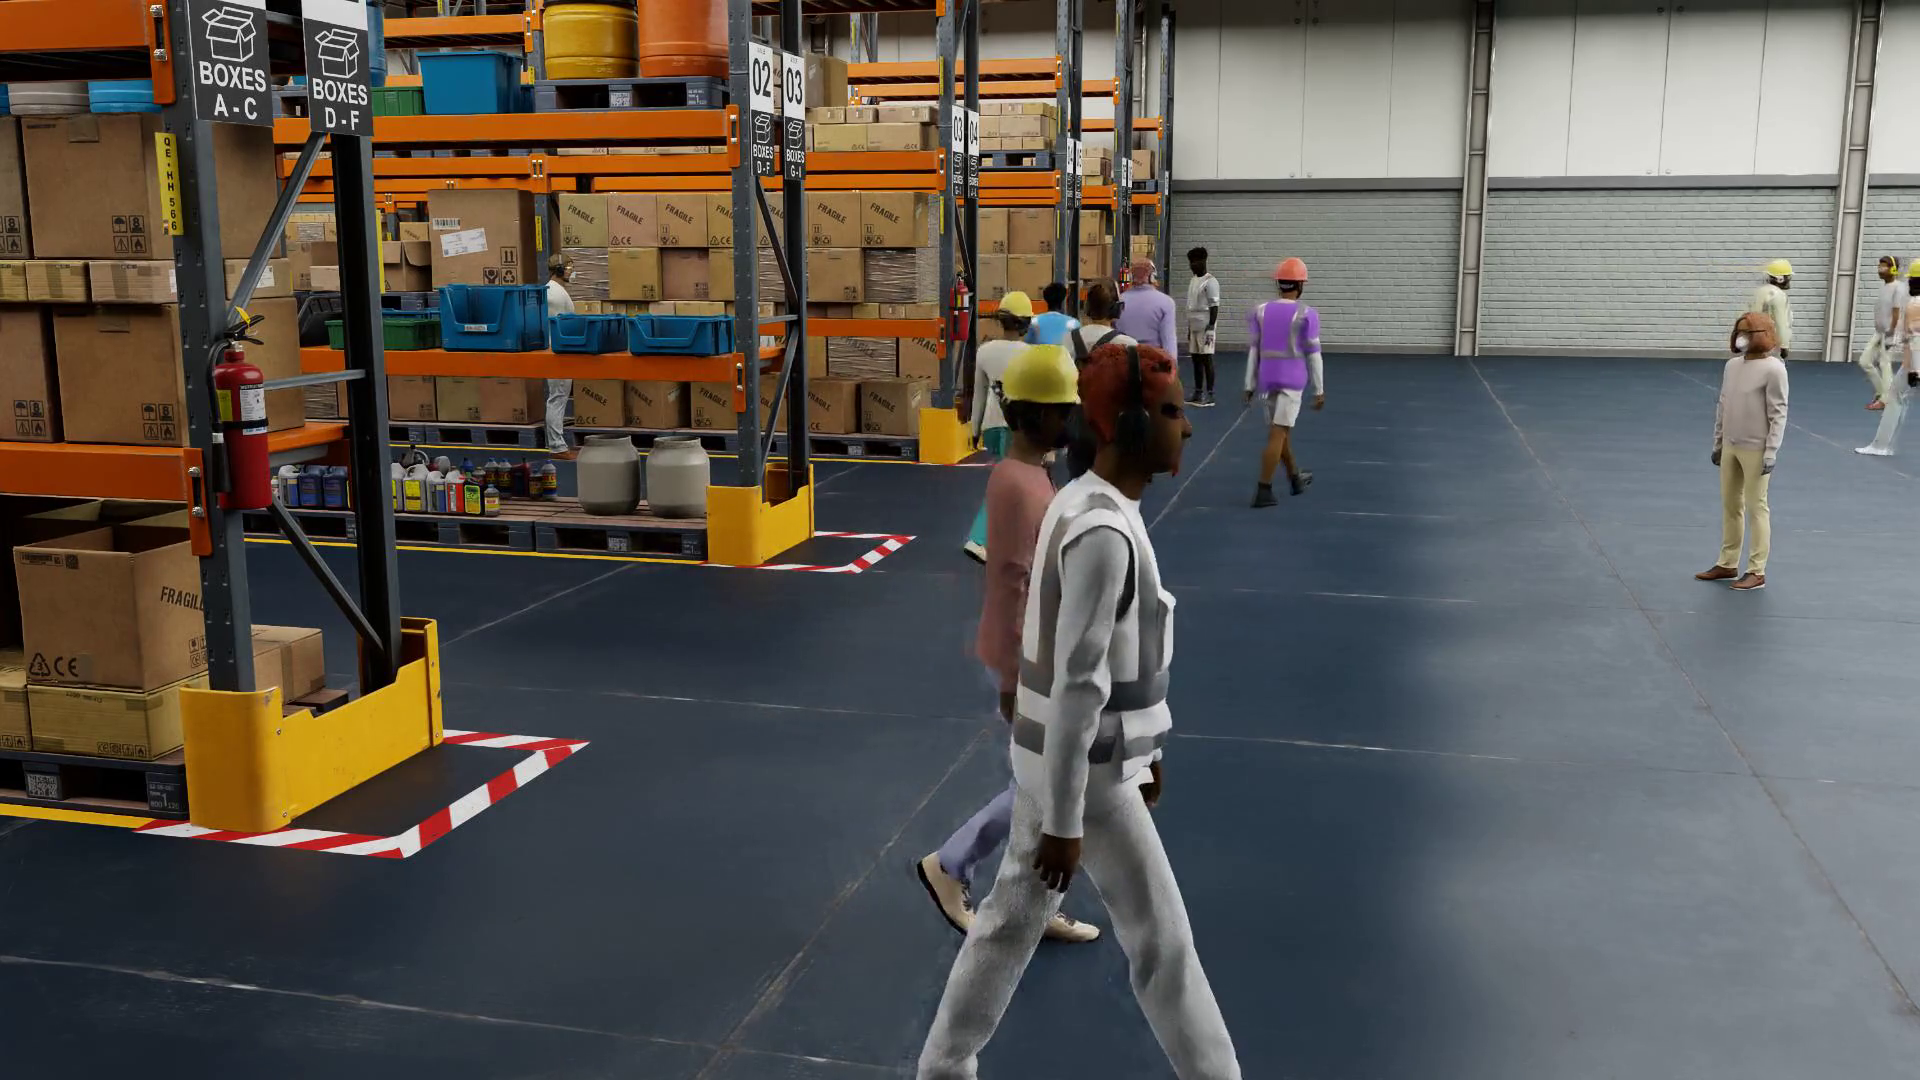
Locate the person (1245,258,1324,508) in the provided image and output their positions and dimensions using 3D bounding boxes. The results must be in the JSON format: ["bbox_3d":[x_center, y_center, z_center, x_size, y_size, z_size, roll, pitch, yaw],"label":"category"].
[{"bbox_3d":[2.580,-1.224,12.913,0.572,1.890,0.981,10,14,43],"label":"person"}]

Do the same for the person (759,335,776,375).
[{"bbox_3d":[-2.273,-2.477,19.493,0.405,2.035,0.606,3,11,17],"label":"person"}]

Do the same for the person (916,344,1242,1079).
[{"bbox_3d":[0.328,0.493,3.613,0.999,1.822,0.599,0,10,0],"label":"person"}]

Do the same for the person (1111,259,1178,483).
[{"bbox_3d":[1.577,-1.433,14.147,0.694,1.873,0.834,6,12,31],"label":"person"}]

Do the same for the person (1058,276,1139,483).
[{"bbox_3d":[0.783,-0.548,9.313,0.524,1.837,0.400,6,12,31],"label":"person"}]

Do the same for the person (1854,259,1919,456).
[{"bbox_3d":[8.978,-1.671,15.462,0.601,1.882,1.005,-6,12,-32],"label":"person"}]

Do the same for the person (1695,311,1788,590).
[{"bbox_3d":[4.619,-0.527,9.785,0.272,1.632,0.508,-2,11,-13],"label":"person"}]

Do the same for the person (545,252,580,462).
[{"bbox_3d":[-3.705,-1.684,15.384,0.364,1.934,0.625,-3,11,-14],"label":"person"}]

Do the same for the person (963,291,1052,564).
[{"bbox_3d":[0.289,-0.719,10.606,0.537,1.723,0.894,9,14,41],"label":"person"}]

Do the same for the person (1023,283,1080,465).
[{"bbox_3d":[0.834,-1.534,15.301,0.530,1.633,0.882,-1,10,-4],"label":"person"}]

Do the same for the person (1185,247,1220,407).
[{"bbox_3d":[2.955,-2.622,20.492,0.400,1.958,0.609,-3,11,-18],"label":"person"}]

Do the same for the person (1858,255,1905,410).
[{"bbox_3d":[11.068,-2.475,19.965,0.397,1.855,0.561,0,10,2],"label":"person"}]

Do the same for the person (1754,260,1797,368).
[{"bbox_3d":[9.245,-2.248,18.799,0.618,1.813,0.624,1,10,6],"label":"person"}]

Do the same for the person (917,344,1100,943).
[{"bbox_3d":[0.164,0.321,4.734,0.434,1.751,0.543,1,10,7],"label":"person"}]
